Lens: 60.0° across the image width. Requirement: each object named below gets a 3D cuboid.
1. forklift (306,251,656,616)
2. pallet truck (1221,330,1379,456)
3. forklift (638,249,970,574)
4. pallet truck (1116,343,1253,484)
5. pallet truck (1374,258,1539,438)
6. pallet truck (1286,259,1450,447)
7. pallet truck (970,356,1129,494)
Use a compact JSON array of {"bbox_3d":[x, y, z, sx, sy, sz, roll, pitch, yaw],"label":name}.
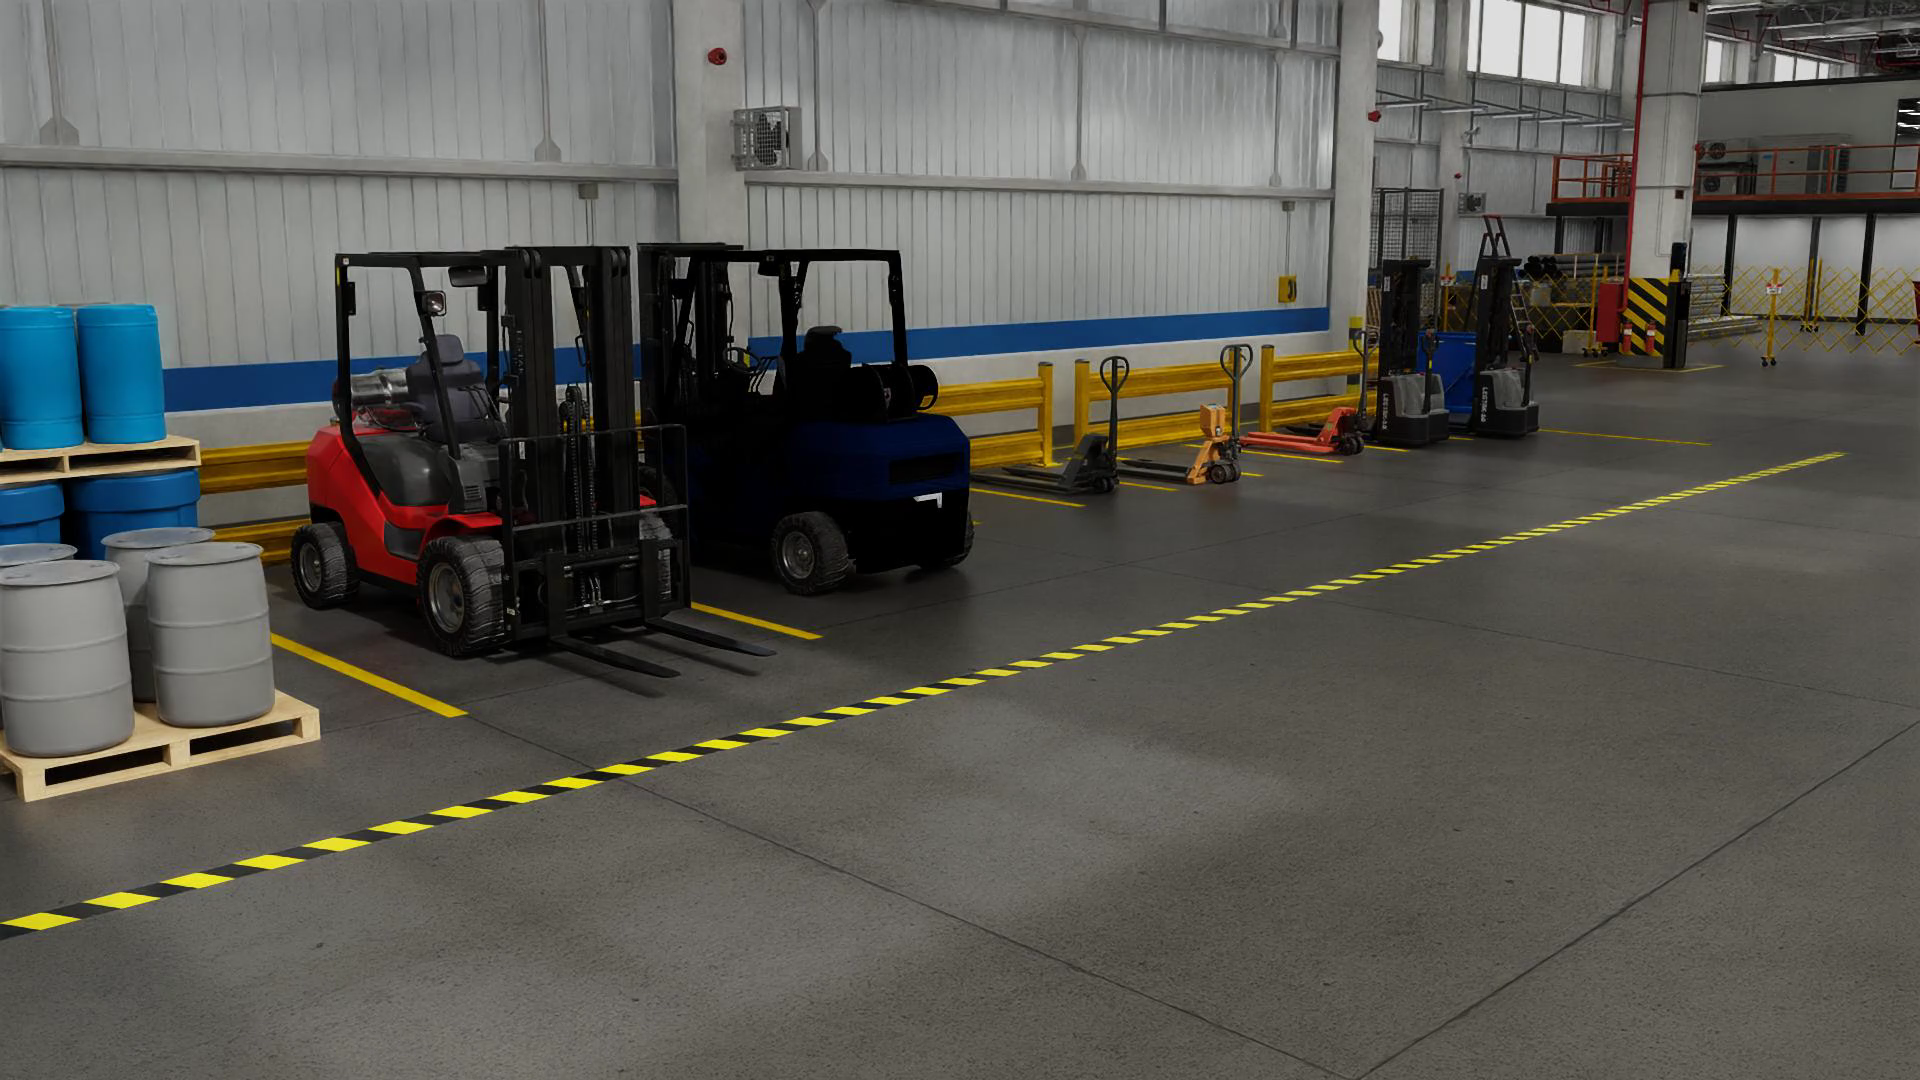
[{"bbox_3d":[-2.833,-0.669,9.694,1.157,1.987,2.680,-10,14,-44],"label":"forklift"},{"bbox_3d":[3.563,-1.581,17.381,0.653,1.274,1.630,-10,14,-44],"label":"pallet truck"},{"bbox_3d":[-1.173,-0.958,11.239,2.680,1.987,1.157,10,14,43],"label":"forklift"},{"bbox_3d":[1.962,-1.215,15.415,1.522,1.261,0.704,10,14,43],"label":"pallet truck"},{"bbox_3d":[5.704,-2.208,18.901,1.885,1.965,0.823,10,14,43],"label":"pallet truck"},{"bbox_3d":[4.493,-2.078,18.196,0.823,1.965,1.885,-9,14,-40],"label":"pallet truck"},{"bbox_3d":[0.784,-1.085,14.876,0.680,1.201,1.601,-10,14,-44],"label":"pallet truck"}]
